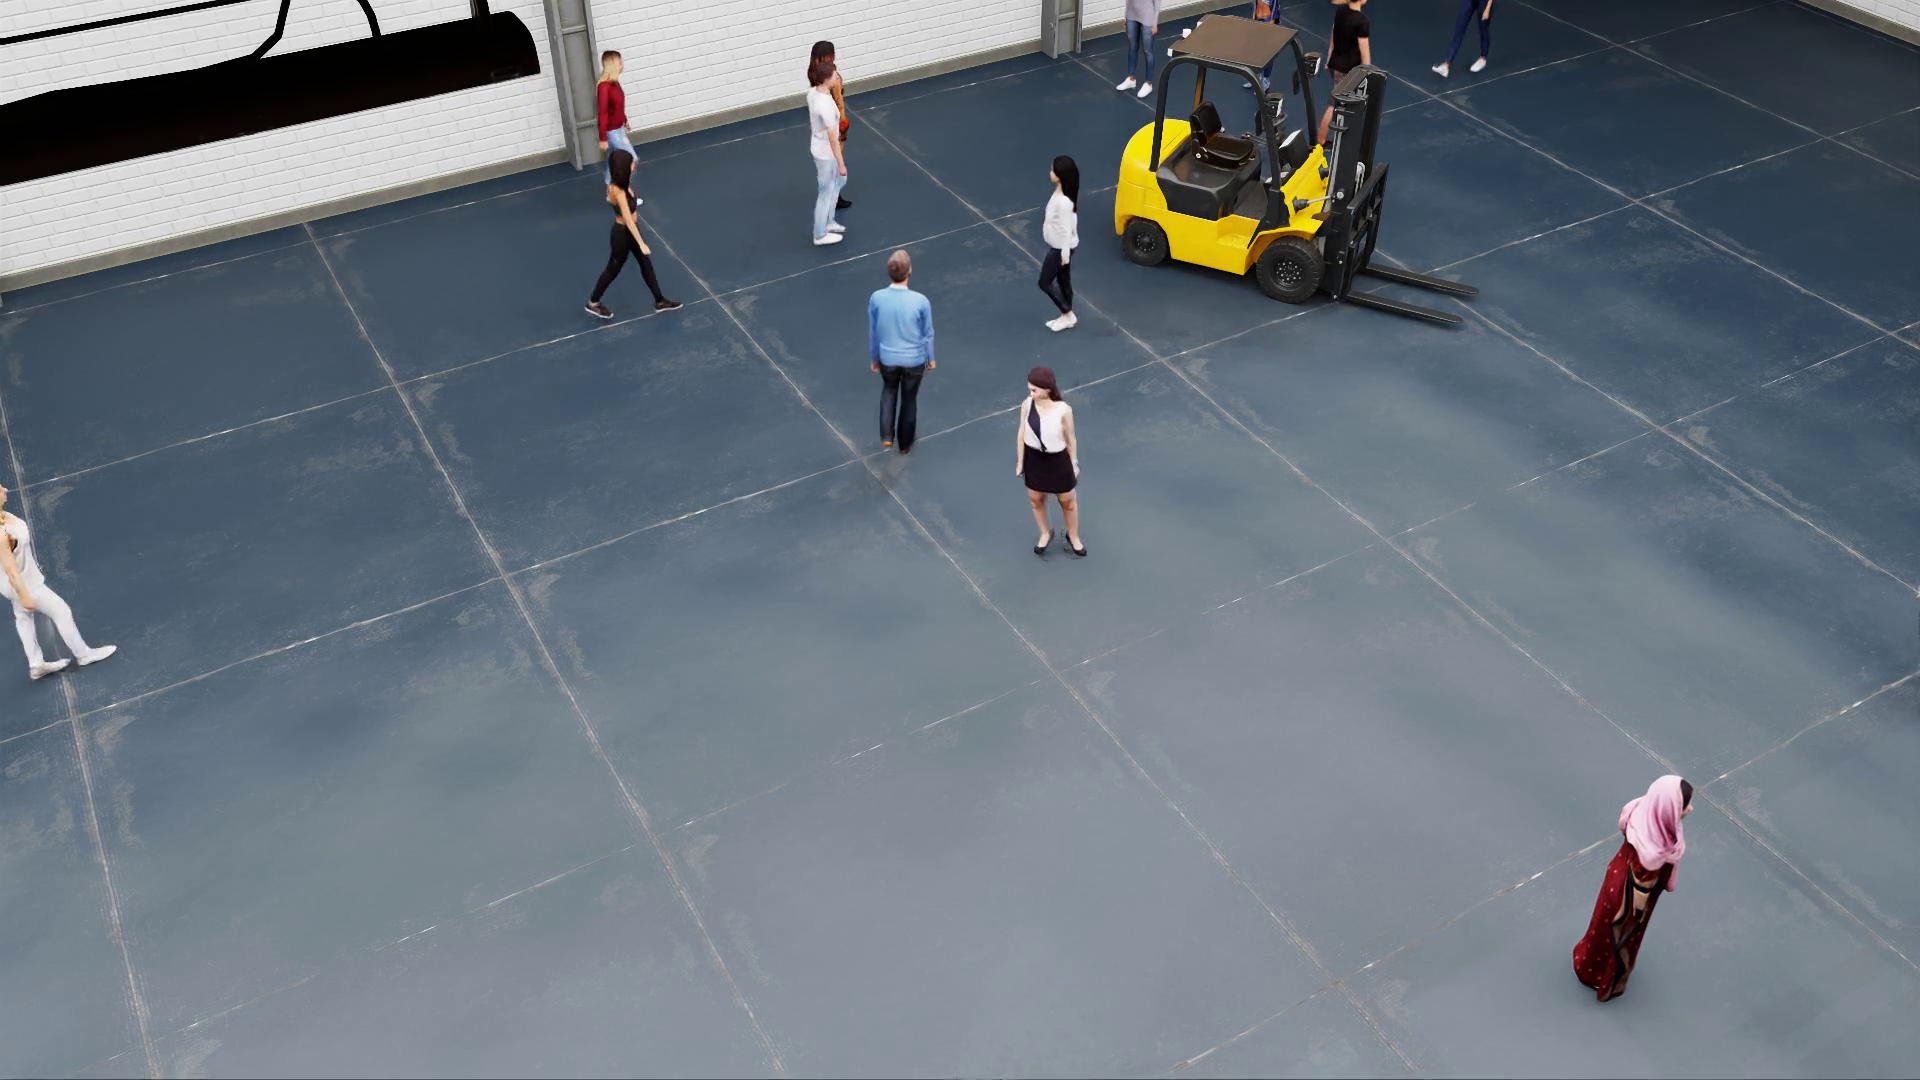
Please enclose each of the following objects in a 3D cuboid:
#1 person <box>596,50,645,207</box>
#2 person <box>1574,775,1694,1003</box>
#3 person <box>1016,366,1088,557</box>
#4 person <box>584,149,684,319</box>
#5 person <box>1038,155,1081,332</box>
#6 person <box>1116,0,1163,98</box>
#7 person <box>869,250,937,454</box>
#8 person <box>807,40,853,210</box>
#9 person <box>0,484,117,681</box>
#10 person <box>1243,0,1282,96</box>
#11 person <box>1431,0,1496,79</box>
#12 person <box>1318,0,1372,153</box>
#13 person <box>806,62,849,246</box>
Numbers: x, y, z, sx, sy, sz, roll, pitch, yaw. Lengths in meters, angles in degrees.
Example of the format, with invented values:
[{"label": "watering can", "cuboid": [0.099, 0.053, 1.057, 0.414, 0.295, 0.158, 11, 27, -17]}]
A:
[{"label": "person", "cuboid": [-3.526, -4.078, 16.581, 0.809, 1.612, 0.779, -1, 39, -2]}, {"label": "person", "cuboid": [3.694, 1.872, 9.114, 0.825, 1.634, 0.740, 14, 41, 17]}, {"label": "person", "cuboid": [0.688, -0.553, 12.156, 0.729, 1.625, 0.785, 2, 39, 3]}, {"label": "person", "cuboid": [-3.080, -2.681, 14.837, 1.173, 1.605, 0.886, -2, 39, -3]}, {"label": "person", "cuboid": [0.978, -2.590, 14.653, 0.767, 1.694, 0.734, 3, 39, 4]}, {"label": "person", "cuboid": [2.061, -5.880, 18.739, 0.673, 1.734, 0.634, 29, 47, 31]}, {"label": "person", "cuboid": [-0.479, -1.415, 13.093, 0.863, 1.804, 0.923, 9, 40, 11]}, {"label": "person", "cuboid": [-1.309, -4.148, 16.583, 0.650, 1.720, 0.736, -28, 46, -31]}, {"label": "person", "cuboid": [-6.353, 0.286, 11.082, 0.819, 1.654, 0.684, -26, 45, -29]}, {"label": "person", "cuboid": [3.448, -5.841, 18.785, 0.588, 1.618, 0.643, -14, 41, -17]}, {"label": "person", "cuboid": [6.025, -6.168, 19.103, 1.152, 1.731, 0.702, -25, 45, -28]}, {"label": "person", "cuboid": [3.967, -4.964, 17.510, 1.041, 1.837, 0.777, -15, 41, -17]}, {"label": "person", "cuboid": [-1.375, -3.658, 15.875, 0.687, 1.836, 0.716, -14, 41, -17]}]
